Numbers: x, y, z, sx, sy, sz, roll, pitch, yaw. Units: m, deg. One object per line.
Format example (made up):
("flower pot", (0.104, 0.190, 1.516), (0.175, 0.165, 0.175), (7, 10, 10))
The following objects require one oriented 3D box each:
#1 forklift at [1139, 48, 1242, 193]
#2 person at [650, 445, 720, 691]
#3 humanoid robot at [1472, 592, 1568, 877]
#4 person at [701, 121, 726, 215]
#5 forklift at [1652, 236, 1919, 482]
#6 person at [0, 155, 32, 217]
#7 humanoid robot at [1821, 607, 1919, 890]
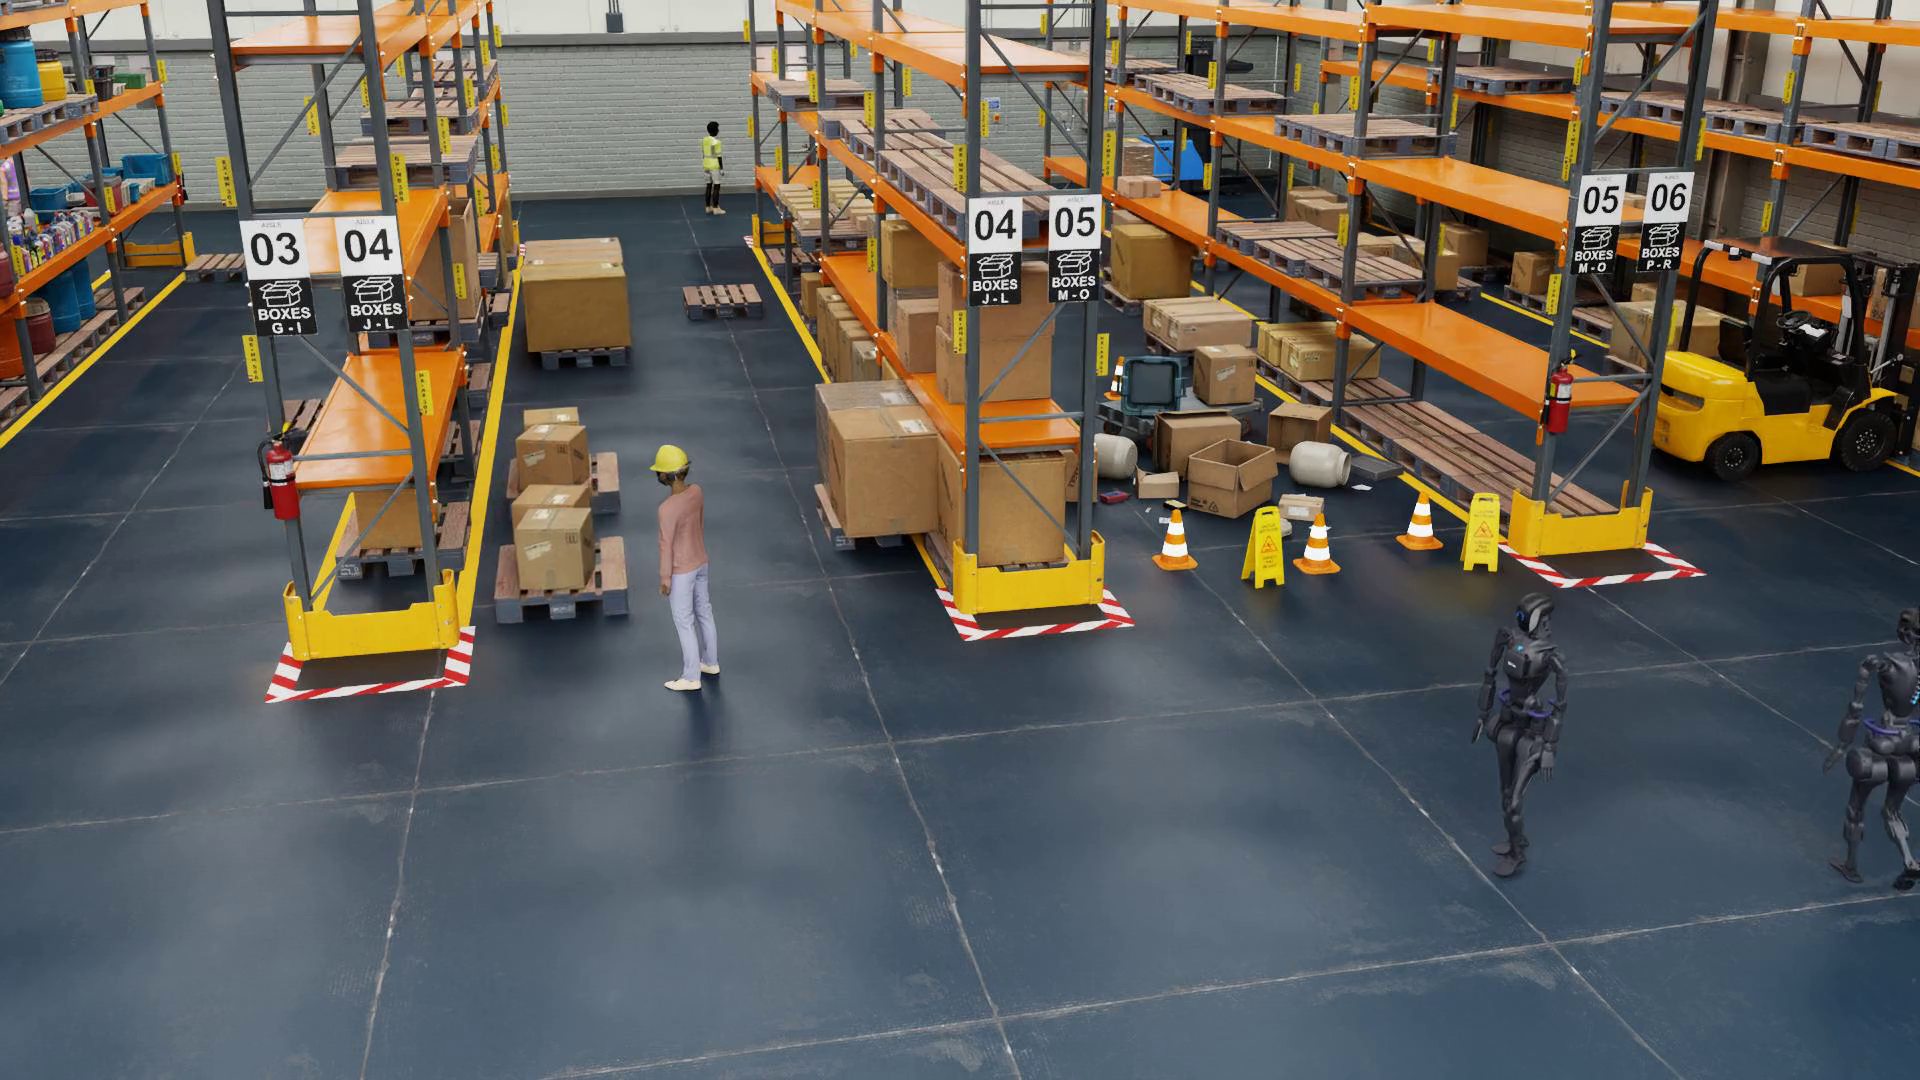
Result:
("forklift", (4.566, -8.313, 32.860), (1.873, 2.768, 1.129), (-4, 21, -12))
("person", (-1.938, 0.187, 11.564), (0.341, 1.760, 0.521), (8, 22, 20))
("humanoid robot", (3.143, 1.058, 9.336), (0.453, 1.643, 0.588), (-12, 24, -29))
("person", (-4.535, -6.833, 30.563), (0.540, 1.685, 0.320), (19, 27, 41))
("forklift", (8.013, -1.814, 16.330), (2.313, 2.155, 1.214), (-4, 21, -12))
("person", (-15.368, -5.563, 27.148), (0.348, 1.688, 0.490), (11, 23, 26))
("humanoid robot", (5.085, 1.168, 9.054), (0.588, 1.644, 0.522), (-1, 20, -3))
